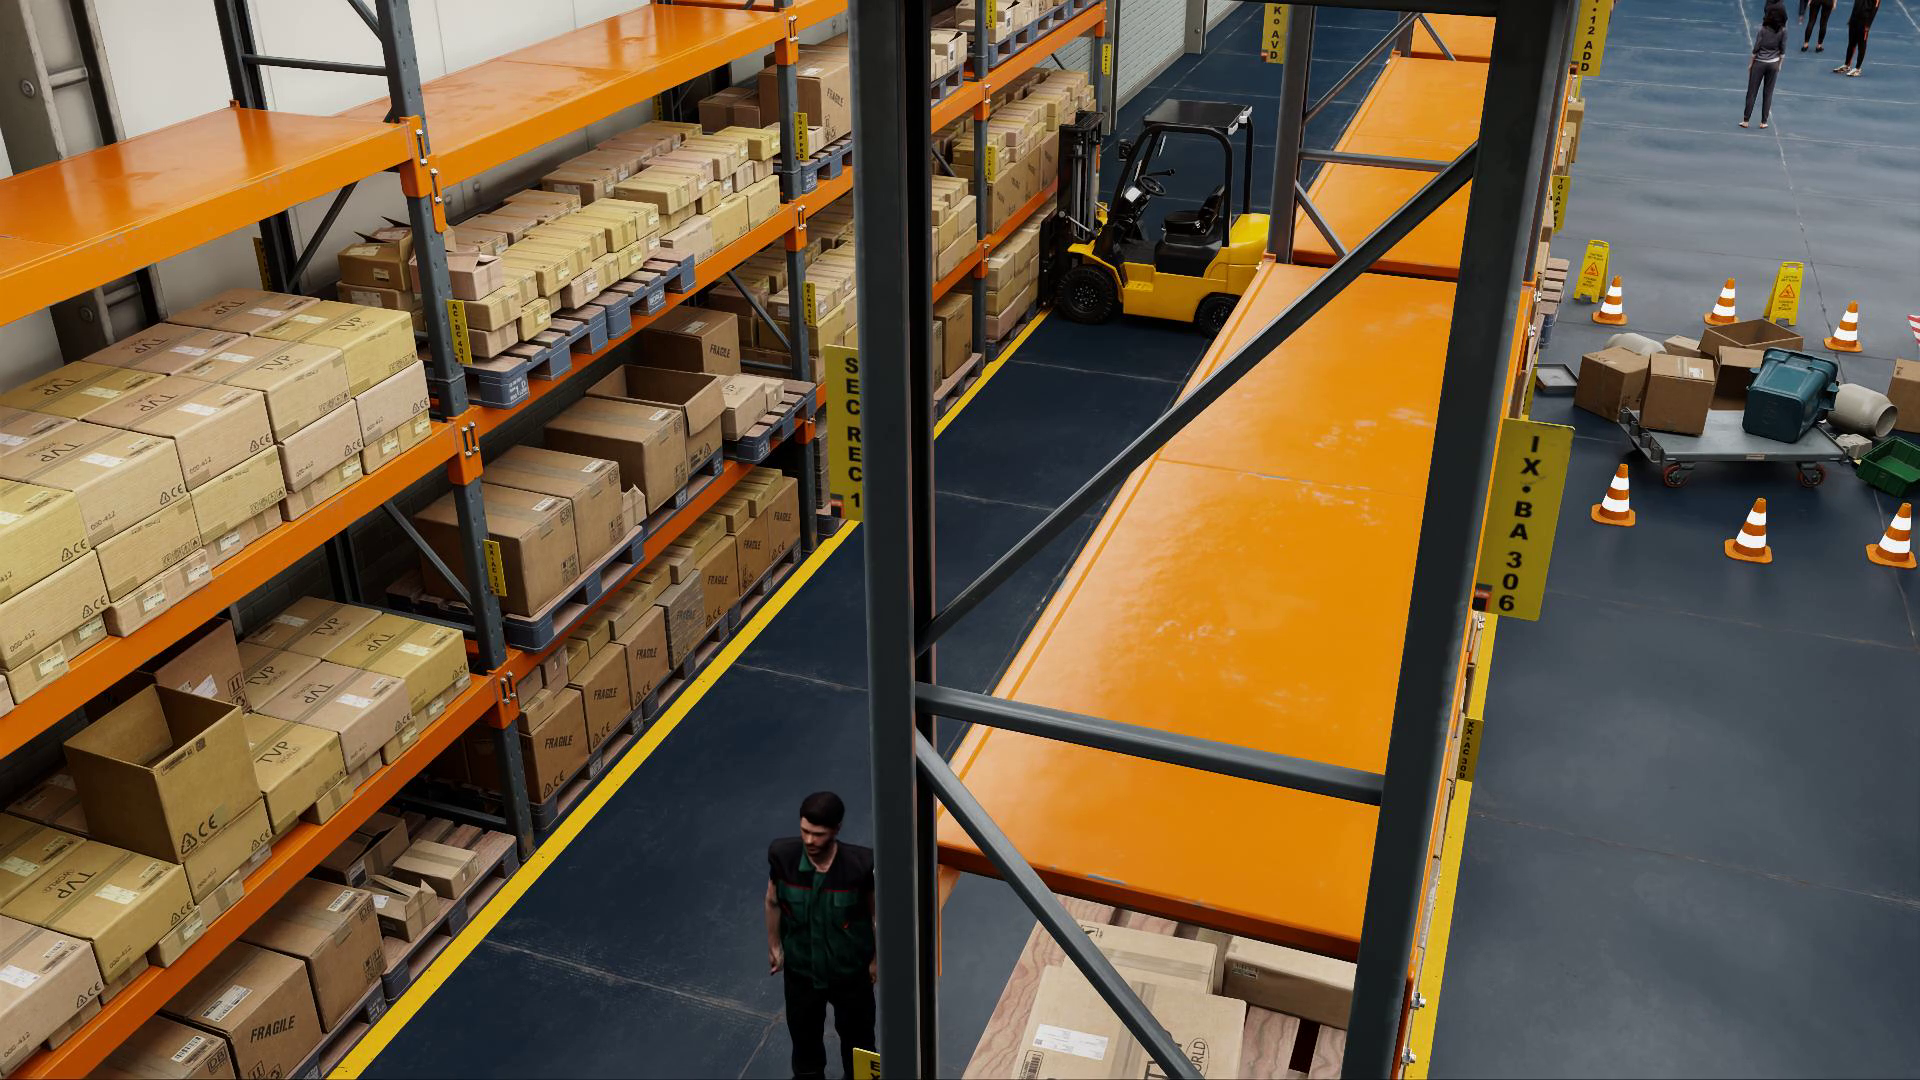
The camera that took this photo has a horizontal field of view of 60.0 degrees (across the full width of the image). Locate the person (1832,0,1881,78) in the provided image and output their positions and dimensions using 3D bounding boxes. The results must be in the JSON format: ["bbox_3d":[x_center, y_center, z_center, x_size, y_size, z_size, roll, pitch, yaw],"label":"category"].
[{"bbox_3d":[14.851,-8.579,27.352,0.766,1.808,0.658,-6,29,-11],"label":"person"}]

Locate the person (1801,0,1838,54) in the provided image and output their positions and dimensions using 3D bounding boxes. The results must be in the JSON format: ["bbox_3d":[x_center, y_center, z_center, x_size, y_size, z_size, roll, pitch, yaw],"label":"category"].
[{"bbox_3d":[15.044,-9.404,29.011,0.640,1.706,0.574,15,32,26],"label":"person"}]

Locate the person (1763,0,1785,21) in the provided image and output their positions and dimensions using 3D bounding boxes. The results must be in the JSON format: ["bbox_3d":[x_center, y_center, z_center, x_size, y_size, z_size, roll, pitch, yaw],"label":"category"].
[{"bbox_3d":[15.030,-10.093,30.570,0.609,1.456,0.570,3,28,6],"label":"person"}]

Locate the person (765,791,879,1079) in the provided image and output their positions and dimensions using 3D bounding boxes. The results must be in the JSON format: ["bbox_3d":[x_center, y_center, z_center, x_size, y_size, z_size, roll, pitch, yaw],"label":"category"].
[{"bbox_3d":[-0.600,1.911,7.560,0.737,1.899,0.656,3,28,6],"label":"person"}]

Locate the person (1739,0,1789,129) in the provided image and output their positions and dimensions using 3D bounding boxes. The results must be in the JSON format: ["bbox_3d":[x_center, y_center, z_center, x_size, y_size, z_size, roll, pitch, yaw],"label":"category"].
[{"bbox_3d":[11.765,-6.928,24.301,0.616,1.763,0.533,7,29,13],"label":"person"}]
